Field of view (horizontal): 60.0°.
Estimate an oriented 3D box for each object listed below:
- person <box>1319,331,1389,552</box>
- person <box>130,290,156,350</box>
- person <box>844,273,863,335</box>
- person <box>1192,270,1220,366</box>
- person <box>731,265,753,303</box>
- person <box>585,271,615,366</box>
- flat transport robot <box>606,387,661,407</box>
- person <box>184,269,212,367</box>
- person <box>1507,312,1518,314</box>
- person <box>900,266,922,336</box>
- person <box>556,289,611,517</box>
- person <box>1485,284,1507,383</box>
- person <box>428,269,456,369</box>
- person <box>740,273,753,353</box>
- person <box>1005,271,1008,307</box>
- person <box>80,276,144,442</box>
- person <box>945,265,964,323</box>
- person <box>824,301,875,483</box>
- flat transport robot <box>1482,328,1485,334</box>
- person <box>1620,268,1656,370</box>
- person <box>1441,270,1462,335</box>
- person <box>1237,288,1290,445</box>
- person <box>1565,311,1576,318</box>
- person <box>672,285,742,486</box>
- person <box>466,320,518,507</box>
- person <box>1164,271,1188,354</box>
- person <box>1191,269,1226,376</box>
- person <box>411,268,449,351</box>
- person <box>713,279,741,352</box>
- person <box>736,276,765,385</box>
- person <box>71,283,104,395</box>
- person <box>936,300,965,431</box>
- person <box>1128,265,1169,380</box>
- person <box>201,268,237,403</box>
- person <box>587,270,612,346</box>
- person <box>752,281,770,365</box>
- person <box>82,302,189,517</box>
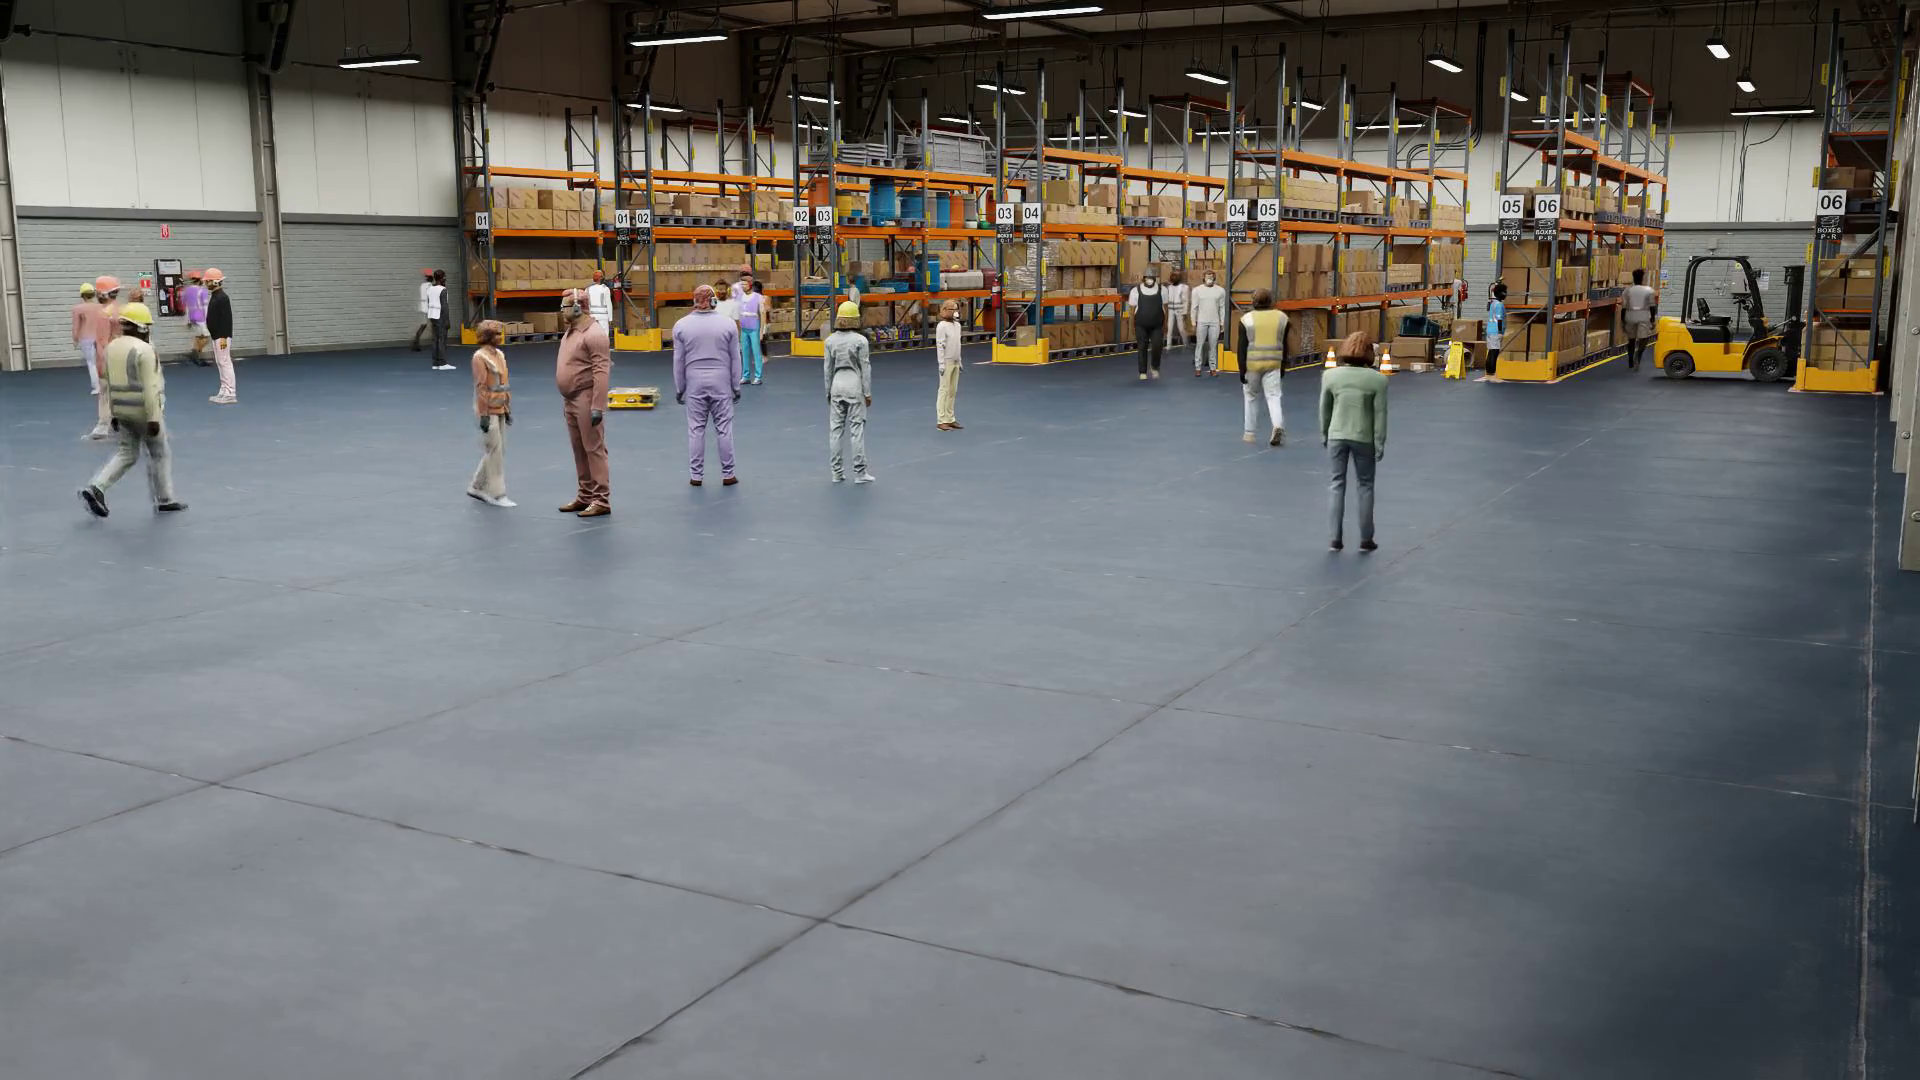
[{"bbox_3d":[2.895,-0.721,12.256,0.515,1.627,0.345,4,11,24],"label":"person"},{"bbox_3d":[-13.570,-3.334,27.593,0.518,1.619,0.581,3,10,16],"label":"person"},{"bbox_3d":[-2.291,-4.698,34.976,0.619,1.822,0.531,-1,10,-5],"label":"person"},{"bbox_3d":[4.810,-4.333,32.618,0.569,1.896,0.930,3,10,20],"label":"person"},{"bbox_3d":[-4.493,-4.773,34.936,0.606,2.005,1.018,0,10,-1],"label":"person"},{"bbox_3d":[-7.136,-4.386,32.981,0.575,1.882,0.355,3,10,19],"label":"person"},{"bbox_3d":[-4.740,-2.079,24.185,0.652,0.197,1.431,-1,10,-6],"label":"flat transport robot"},{"bbox_3d":[-14.937,-4.338,32.584,0.571,1.920,0.531,5,11,25],"label":"person"},{"bbox_3d":[14.805,-6.322,44.536,0.793,1.811,0.660,-2,10,-12],"label":"person"},{"bbox_3d":[-1.275,-6.146,43.234,0.555,1.900,0.909,5,11,28],"label":"person"},{"bbox_3d":[-3.181,-1.147,13.956,0.401,1.904,0.650,-7,12,-35],"label":"person"},{"bbox_3d":[9.233,-3.549,28.622,0.322,1.697,0.532,1,10,5],"label":"person"},{"bbox_3d":[-10.036,-4.243,32.042,0.597,1.916,0.370,9,13,43],"label":"person"},{"bbox_3d":[-4.848,-5.105,37.243,0.956,1.870,0.640,-7,12,-37],"label":"person"},{"bbox_3d":[1.325,-7.912,53.153,0.613,2.043,0.374,0,10,2],"label":"person"},{"bbox_3d":[-9.826,-2.105,19.424,0.981,1.956,0.622,-1,10,-5],"label":"person"},{"bbox_3d":[-0.144,-6.709,46.446,0.594,1.925,0.368,6,11,32],"label":"person"},{"bbox_3d":[-1.069,-1.421,16.028,0.483,1.745,0.305,4,11,24],"label":"person"},{"bbox_3d":[14.156,-5.809,46.026,0.652,0.197,1.431,3,10,15],"label":"flat transport robot"},{"bbox_3d":[12.884,-4.188,31.624,0.650,1.947,0.757,7,12,35],"label":"person"},{"bbox_3d":[13.103,-6.313,44.343,0.510,1.860,0.333,2,10,10],"label":"person"},{"bbox_3d":[3.508,-2.005,19.231,0.621,1.819,0.839,0,10,-2],"label":"person"},{"bbox_3d":[16.920,-6.577,45.925,0.636,1.842,0.429,-8,12,-37],"label":"person"},{"bbox_3d":[-2.386,-1.457,15.784,0.636,1.903,0.404,-1,10,-5],"label":"person"},{"bbox_3d":[-4.101,-1.101,14.511,0.509,1.625,0.587,1,10,4],"label":"person"},{"bbox_3d":[4.856,-5.087,37.187,0.576,1.855,0.875,5,11,27],"label":"person"},{"bbox_3d":[4.492,-3.927,30.127,0.638,1.938,0.357,-1,10,-4],"label":"person"},{"bbox_3d":[-12.235,-5.274,38.155,0.556,1.900,0.952,6,12,32],"label":"person"},{"bbox_3d":[-3.475,-2.899,24.408,0.566,1.842,0.726,1,10,4],"label":"person"},{"bbox_3d":[-3.536,-3.542,28.155,0.567,1.841,0.377,6,11,32],"label":"person"},{"bbox_3d":[-13.605,-3.144,26.070,0.558,1.749,0.388,-8,13,-40],"label":"person"},{"bbox_3d":[-0.122,-2.191,20.860,0.269,1.632,0.509,6,11,30],"label":"person"},{"bbox_3d":[3.300,-3.806,29.121,0.710,2.000,0.579,0,10,3],"label":"person"},{"bbox_3d":[-11.024,-3.036,24.745,0.387,1.992,0.626,-7,12,-34],"label":"person"},{"bbox_3d":[-8.703,-5.594,40.198,0.595,1.832,0.404,5,11,27],"label":"person"},{"bbox_3d":[-4.093,-4.343,33.338,0.658,1.672,0.537,-9,13,-43],"label":"person"},{"bbox_3d":[-6.906,-1.070,13.831,0.595,1.801,0.783,5,11,29],"label":"person"}]
